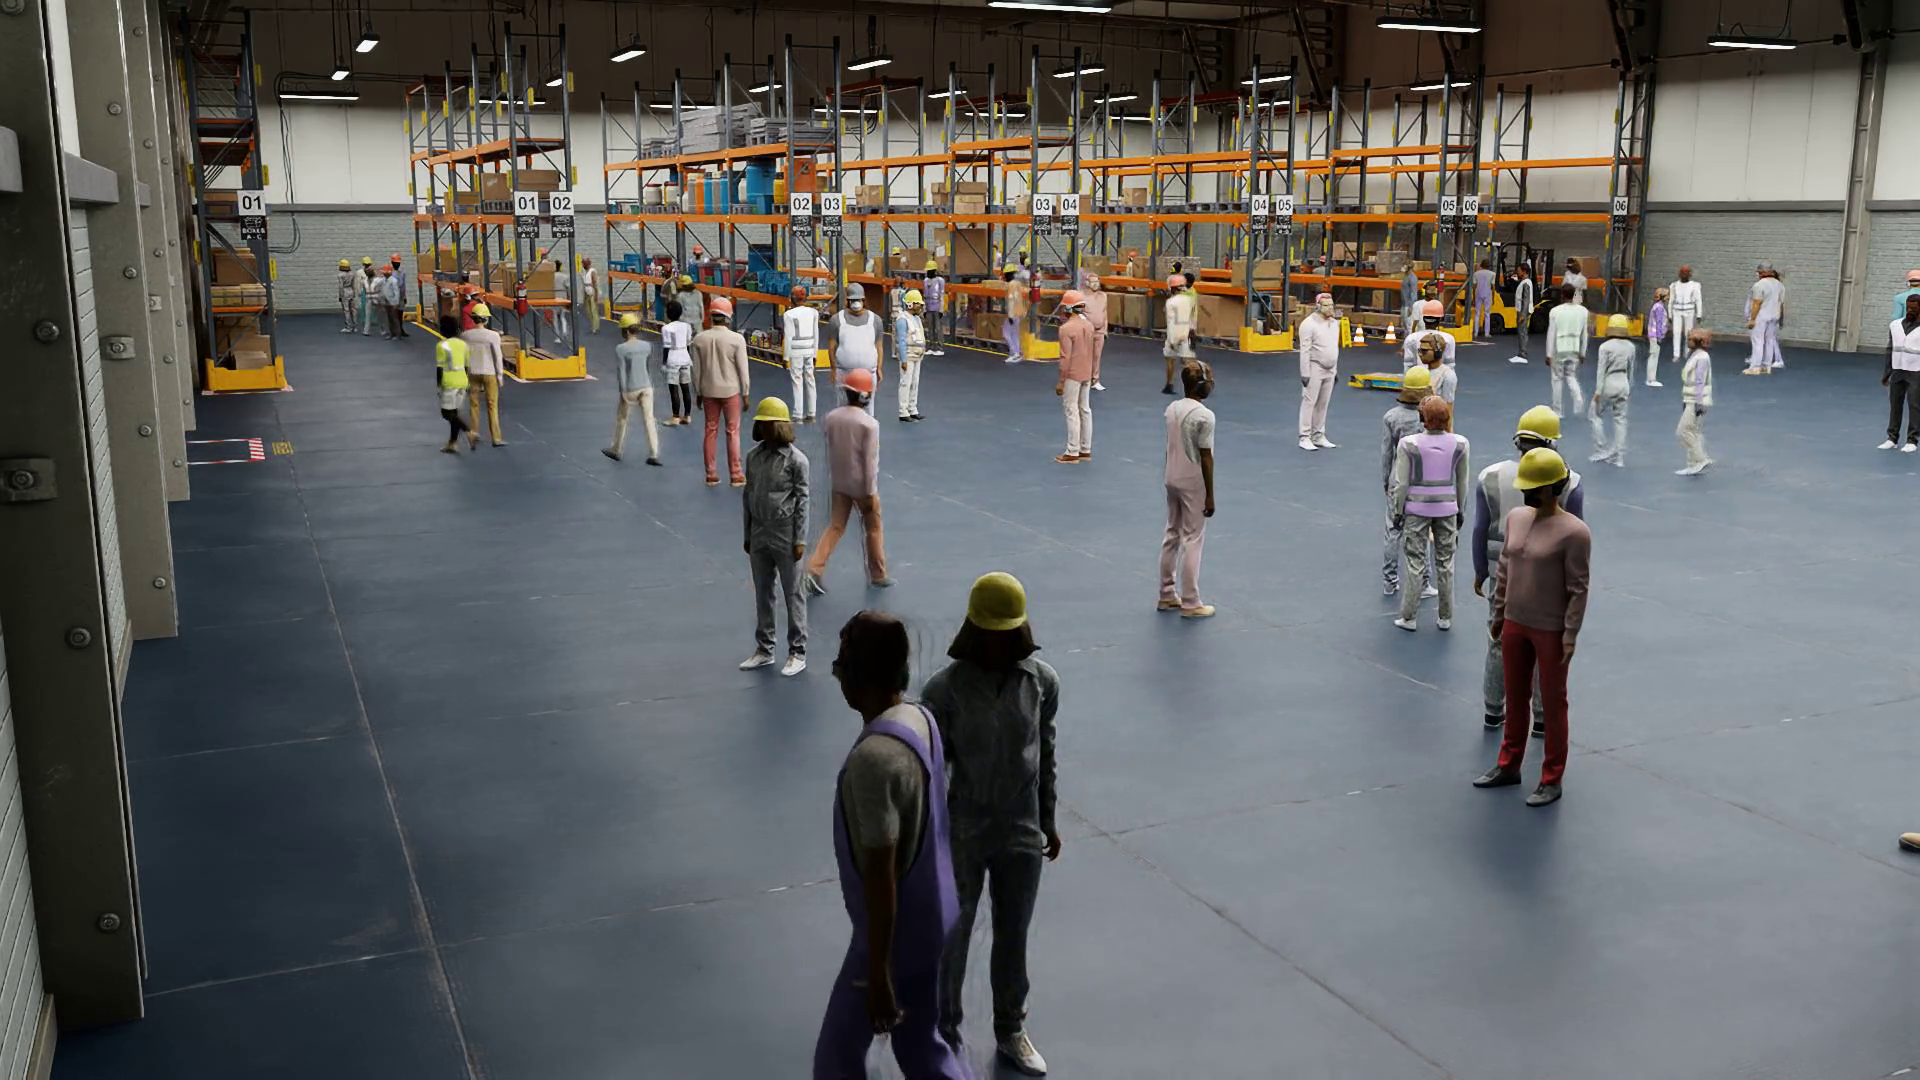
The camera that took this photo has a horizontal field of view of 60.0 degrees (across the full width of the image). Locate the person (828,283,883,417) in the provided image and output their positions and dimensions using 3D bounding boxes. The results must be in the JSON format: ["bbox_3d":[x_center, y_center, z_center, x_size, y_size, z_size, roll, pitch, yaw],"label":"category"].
[{"bbox_3d":[-1.249,-2.090,20.152,0.676,2.000,0.536,-2,11,-9],"label":"person"}]

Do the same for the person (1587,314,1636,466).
[{"bbox_3d":[7.473,-1.718,19.067,0.508,1.724,0.537,-3,12,-15],"label":"person"}]

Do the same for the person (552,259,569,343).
[{"bbox_3d":[-8.985,-5.310,37.017,0.530,1.848,0.401,-5,12,-23],"label":"person"}]

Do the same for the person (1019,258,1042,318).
[{"bbox_3d":[1.691,-6.014,40.786,0.597,1.773,0.946,-6,13,-28],"label":"person"}]

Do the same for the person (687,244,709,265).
[{"bbox_3d":[-7.091,-7.022,45.258,0.640,2.029,0.613,-3,11,-13],"label":"person"}]

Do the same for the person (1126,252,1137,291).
[{"bbox_3d":[4.974,-7.416,47.954,0.337,1.749,0.578,-2,11,-8],"label":"person"}]

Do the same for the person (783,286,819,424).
[{"bbox_3d":[-2.183,-2.523,22.758,0.573,1.883,0.356,-11,15,-43],"label":"person"}]

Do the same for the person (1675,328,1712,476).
[{"bbox_3d":[8.016,-1.497,18.192,0.364,1.625,0.537,3,11,14],"label":"person"}]

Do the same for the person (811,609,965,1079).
[{"bbox_3d":[-0.223,1.093,4.614,0.791,1.792,0.589,3,12,17],"label":"person"}]

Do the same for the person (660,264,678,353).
[{"bbox_3d":[-5.931,-4.717,33.998,0.389,1.846,0.567,-6,12,-26],"label":"person"}]

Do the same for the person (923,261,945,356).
[{"bbox_3d":[-0.546,-4.694,33.712,0.584,1.918,0.413,11,15,43],"label":"person"}]

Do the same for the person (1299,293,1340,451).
[{"bbox_3d":[4.414,-2.055,20.320,0.643,1.908,0.399,-9,14,-38],"label":"person"}]

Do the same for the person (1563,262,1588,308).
[{"bbox_3d":[13.389,-5.160,36.326,0.509,1.822,0.846,10,15,40],"label":"person"}]

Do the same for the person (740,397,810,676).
[{"bbox_3d":[-1.163,-0.025,10.411,0.487,1.746,0.289,6,13,29],"label":"person"}]

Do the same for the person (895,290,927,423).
[{"bbox_3d":[-0.671,-2.521,22.908,0.403,1.824,0.591,4,12,22],"label":"person"}]

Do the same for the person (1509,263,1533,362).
[{"bbox_3d":[10.888,-4.393,32.168,0.377,1.917,0.599,2,11,12],"label":"person"}]

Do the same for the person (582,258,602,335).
[{"bbox_3d":[-8.732,-5.791,39.575,0.385,1.807,0.706,-7,13,-31],"label":"person"}]

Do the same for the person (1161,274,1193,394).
[{"bbox_3d":[3.500,-3.239,26.309,0.545,1.921,0.741,-7,13,-32],"label":"person"}]

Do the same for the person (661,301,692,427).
[{"bbox_3d":[-3.848,-2.386,22.532,0.319,1.697,0.532,7,13,31],"label":"person"}]

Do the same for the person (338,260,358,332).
[{"bbox_3d":[-14.957,-5.954,40.545,0.298,1.743,0.493,5,12,25],"label":"person"}]

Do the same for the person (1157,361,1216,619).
[{"bbox_3d":[1.639,-0.359,11.889,0.350,1.837,0.502,-7,13,-30],"label":"person"}]

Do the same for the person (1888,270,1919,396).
[{"bbox_3d":[14.887,-3.220,26.035,0.608,1.986,0.391,2,11,10],"label":"person"}]

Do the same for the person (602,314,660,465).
[{"bbox_3d":[-3.782,-1.731,19.151,0.530,1.723,0.907,-10,15,-42],"label":"person"}]

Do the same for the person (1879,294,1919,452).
[{"bbox_3d":[11.509,-2.026,20.166,0.397,1.911,0.587,-6,13,-29],"label":"person"}]

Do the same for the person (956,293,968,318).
[{"bbox_3d":[0.094,-6.840,45.417,0.520,1.587,0.833,-5,12,-22],"label":"person"}]

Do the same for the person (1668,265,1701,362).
[{"bbox_3d":[14.103,-4.409,32.384,0.602,1.874,0.656,7,13,31],"label":"person"}]

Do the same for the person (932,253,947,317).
[{"bbox_3d":[-0.688,-7.089,46.157,0.495,1.817,1.007,-10,15,-42],"label":"person"}]

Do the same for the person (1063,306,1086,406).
[{"bbox_3d":[1.723,-2.779,24.680,0.309,1.638,0.522,-3,12,-17],"label":"person"}]

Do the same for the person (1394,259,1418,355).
[{"bbox_3d":[9.122,-4.737,33.864,0.374,1.941,0.627,0,11,2],"label":"person"}]

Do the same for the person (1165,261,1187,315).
[{"bbox_3d":[4.532,-4.901,34.880,0.510,1.870,0.328,-6,13,-29],"label":"person"}]

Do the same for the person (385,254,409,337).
[{"bbox_3d":[-13.075,-5.671,38.654,0.400,1.928,0.543,6,13,30],"label":"person"}]

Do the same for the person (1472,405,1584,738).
[{"bbox_3d":[3.136,0.173,9.182,0.599,1.830,0.403,7,13,32],"label":"person"}]

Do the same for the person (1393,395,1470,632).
[{"bbox_3d":[3.235,-0.177,11.444,0.514,1.645,0.309,0,11,-2],"label":"person"}]

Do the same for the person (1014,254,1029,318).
[{"bbox_3d":[1.617,-6.332,42.226,0.429,1.839,0.633,8,14,35],"label":"person"}]

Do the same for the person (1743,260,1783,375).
[{"bbox_3d":[14.341,-3.991,29.812,0.687,2.000,0.535,-6,13,-29],"label":"person"}]
